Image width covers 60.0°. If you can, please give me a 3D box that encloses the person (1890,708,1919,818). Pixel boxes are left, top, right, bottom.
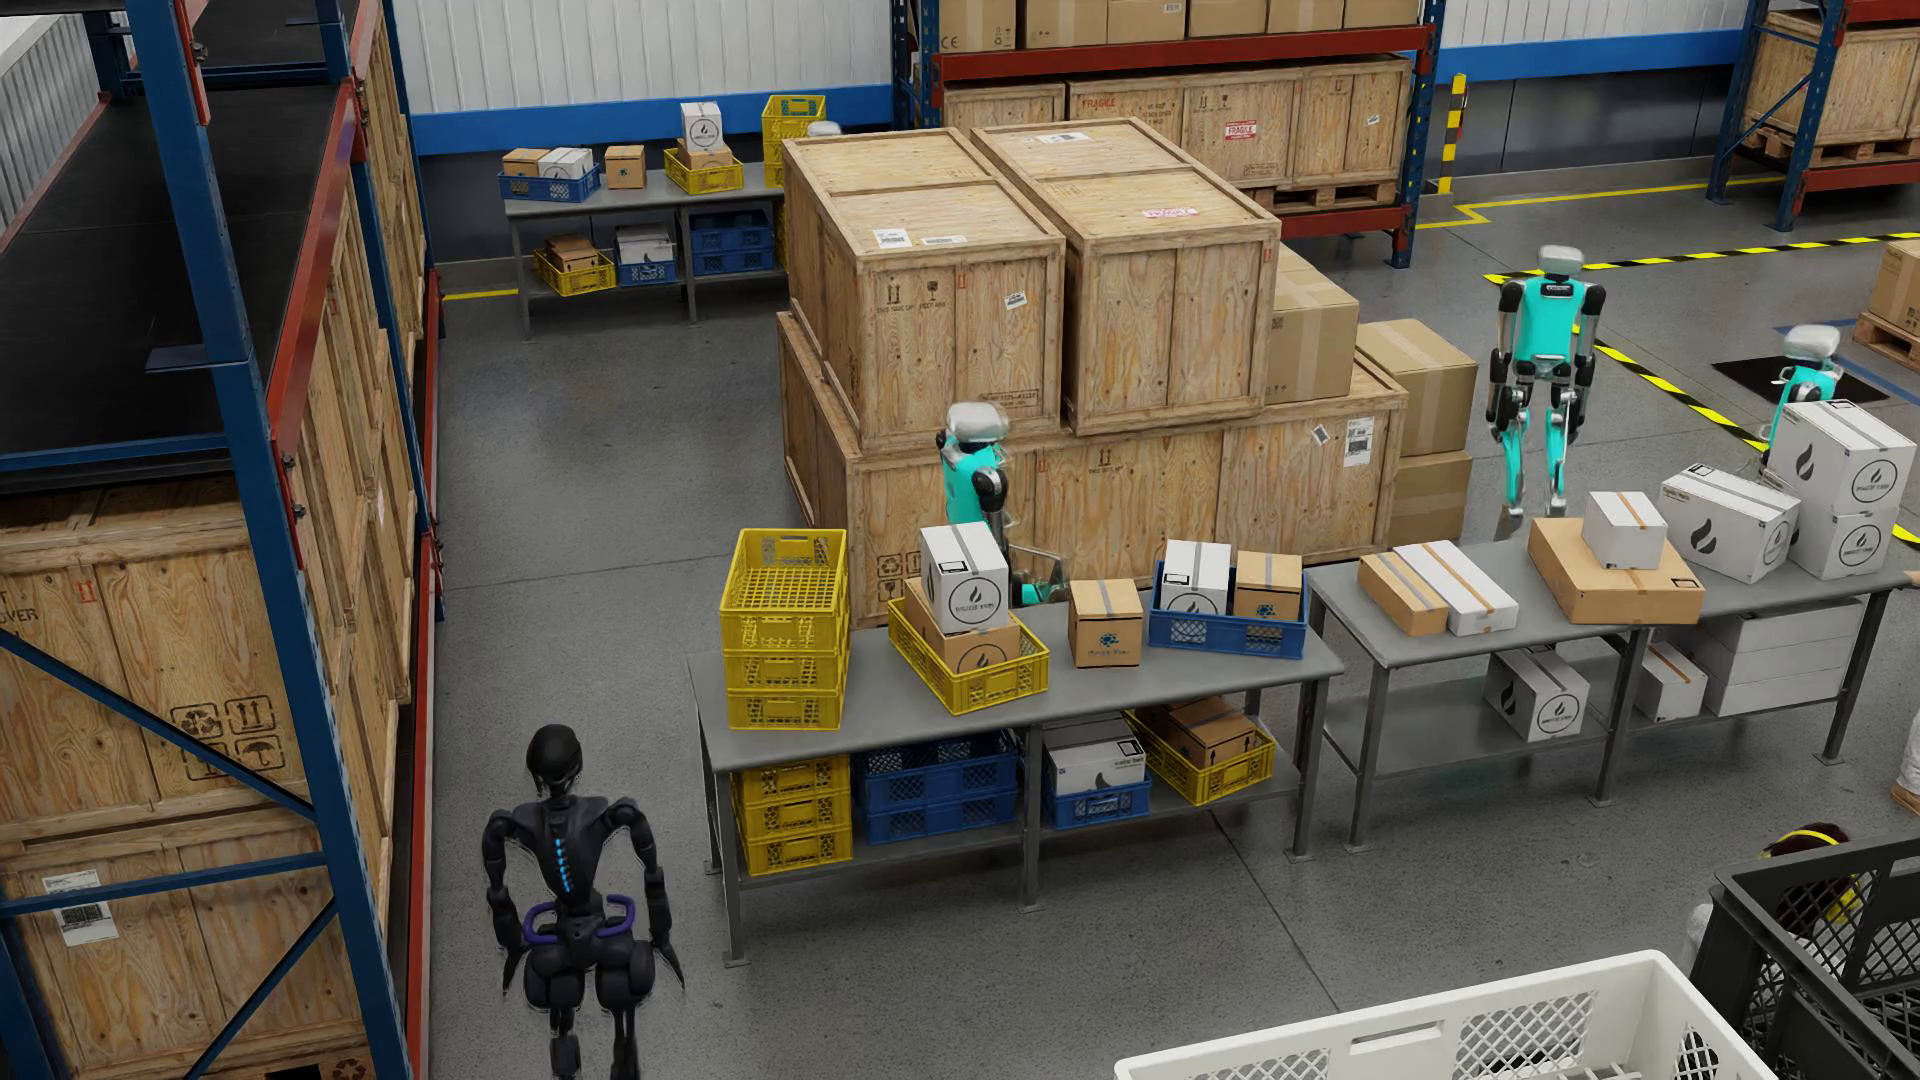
[{"bbox_3d":[4.307,0.338,6.887,0.629,1.835,0.429,-16,33,-27],"label":"person"}]

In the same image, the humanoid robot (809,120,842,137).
[{"bbox_3d":[-0.647,-1.906,11.093,0.711,1.815,0.530,-11,31,-19],"label":"humanoid robot"}]

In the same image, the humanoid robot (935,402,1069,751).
[{"bbox_3d":[0.268,0.177,7.300,1.042,1.734,0.545,-11,31,-20],"label":"humanoid robot"}]

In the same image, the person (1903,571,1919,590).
[{"bbox_3d":[5.207,-0.559,8.291,0.366,2.048,0.606,0,29,0],"label":"person"}]

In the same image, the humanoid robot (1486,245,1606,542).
[{"bbox_3d":[3.032,-0.548,8.649,0.532,1.815,0.847,2,29,4],"label":"humanoid robot"}]

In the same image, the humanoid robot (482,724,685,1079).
[{"bbox_3d":[-1.183,1.303,5.284,0.584,1.647,0.351,-4,29,-7],"label":"humanoid robot"}]

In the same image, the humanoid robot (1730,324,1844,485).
[{"bbox_3d":[3.669,-0.230,8.083,0.807,1.830,0.567,17,33,28],"label":"humanoid robot"}]

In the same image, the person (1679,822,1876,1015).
[{"bbox_3d":[2.171,1.567,4.634,0.329,1.857,0.495,-24,37,-36],"label":"person"}]
